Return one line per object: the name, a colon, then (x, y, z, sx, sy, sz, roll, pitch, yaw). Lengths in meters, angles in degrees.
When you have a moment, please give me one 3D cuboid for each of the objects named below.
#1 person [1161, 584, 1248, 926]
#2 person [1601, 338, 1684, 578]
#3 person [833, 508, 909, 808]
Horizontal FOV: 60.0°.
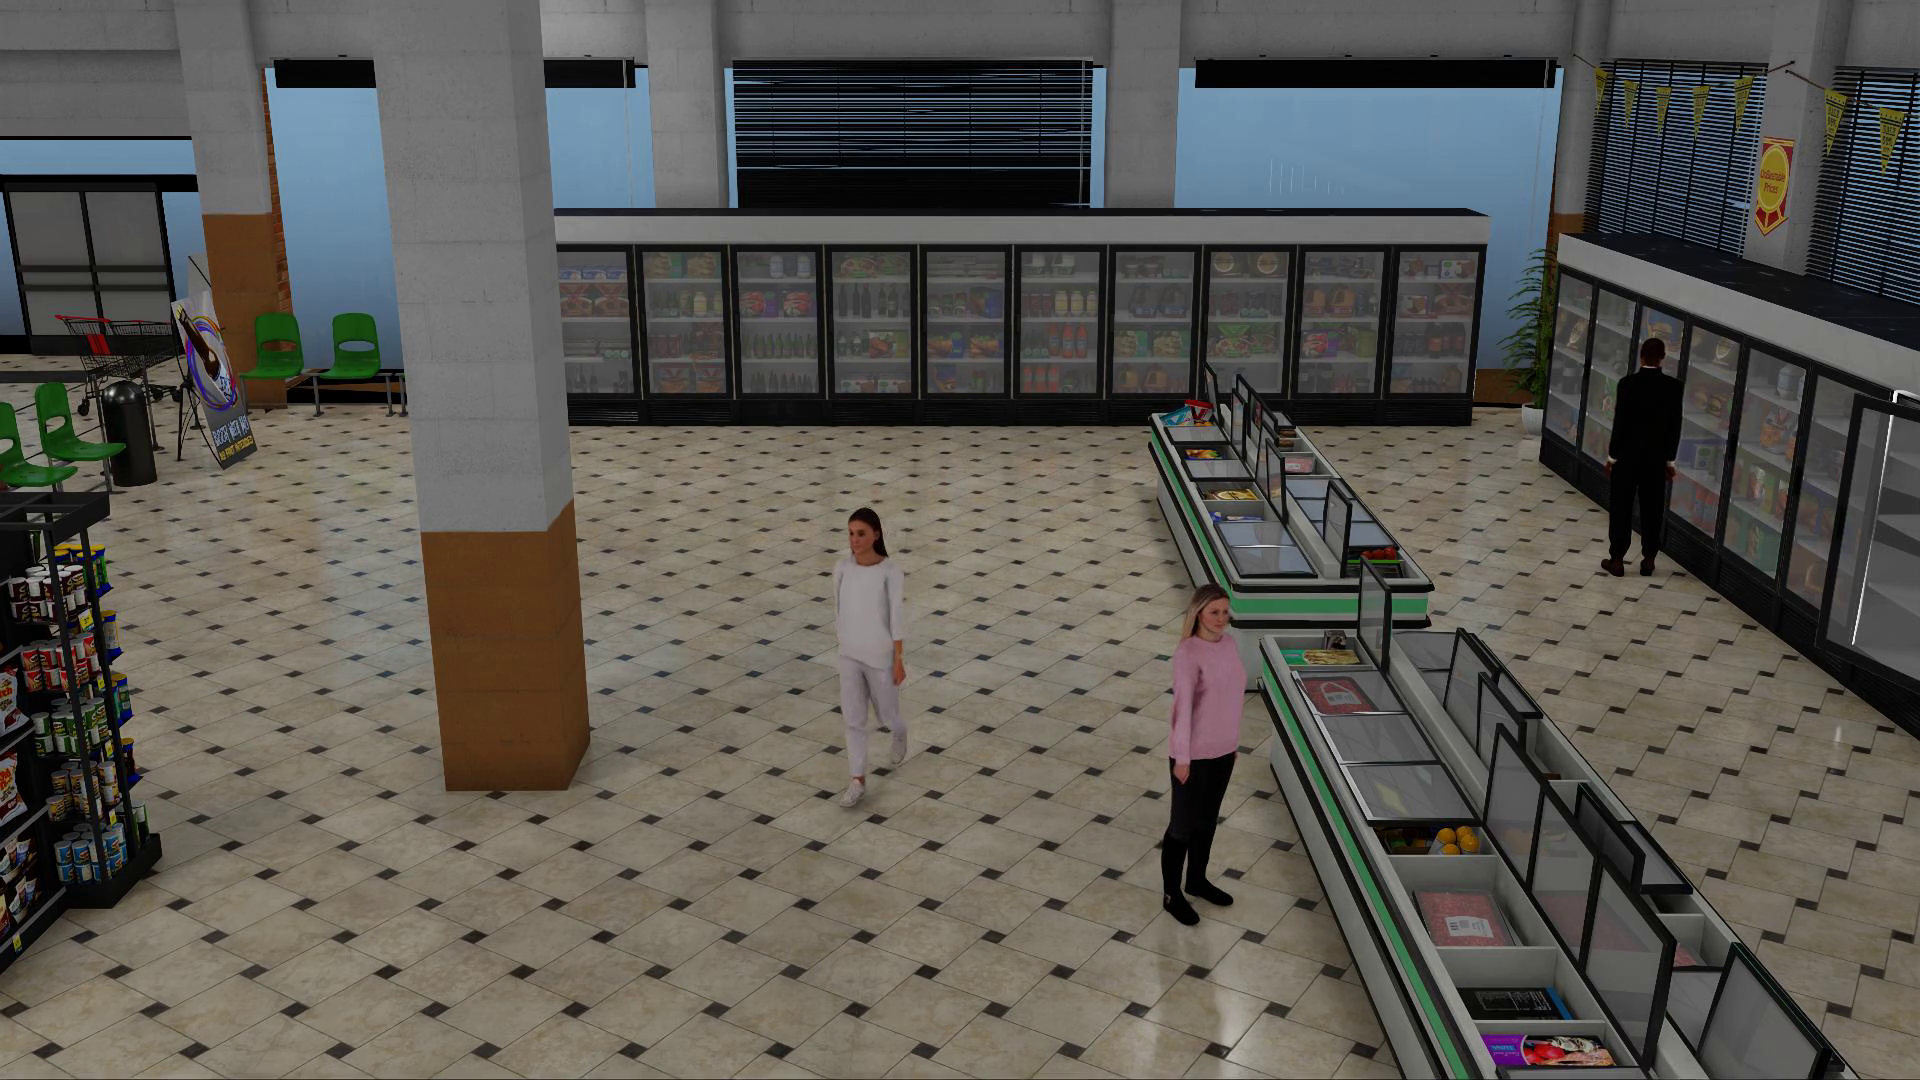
person: (1.169, 1.011, 8.063, 0.683, 1.687, 0.737, -16, 23, -41)
person: (5.401, -0.660, 13.191, 0.726, 1.904, 0.662, 3, 17, 8)
person: (-0.469, 0.628, 9.356, 0.819, 1.668, 1.075, 6, 18, 19)
